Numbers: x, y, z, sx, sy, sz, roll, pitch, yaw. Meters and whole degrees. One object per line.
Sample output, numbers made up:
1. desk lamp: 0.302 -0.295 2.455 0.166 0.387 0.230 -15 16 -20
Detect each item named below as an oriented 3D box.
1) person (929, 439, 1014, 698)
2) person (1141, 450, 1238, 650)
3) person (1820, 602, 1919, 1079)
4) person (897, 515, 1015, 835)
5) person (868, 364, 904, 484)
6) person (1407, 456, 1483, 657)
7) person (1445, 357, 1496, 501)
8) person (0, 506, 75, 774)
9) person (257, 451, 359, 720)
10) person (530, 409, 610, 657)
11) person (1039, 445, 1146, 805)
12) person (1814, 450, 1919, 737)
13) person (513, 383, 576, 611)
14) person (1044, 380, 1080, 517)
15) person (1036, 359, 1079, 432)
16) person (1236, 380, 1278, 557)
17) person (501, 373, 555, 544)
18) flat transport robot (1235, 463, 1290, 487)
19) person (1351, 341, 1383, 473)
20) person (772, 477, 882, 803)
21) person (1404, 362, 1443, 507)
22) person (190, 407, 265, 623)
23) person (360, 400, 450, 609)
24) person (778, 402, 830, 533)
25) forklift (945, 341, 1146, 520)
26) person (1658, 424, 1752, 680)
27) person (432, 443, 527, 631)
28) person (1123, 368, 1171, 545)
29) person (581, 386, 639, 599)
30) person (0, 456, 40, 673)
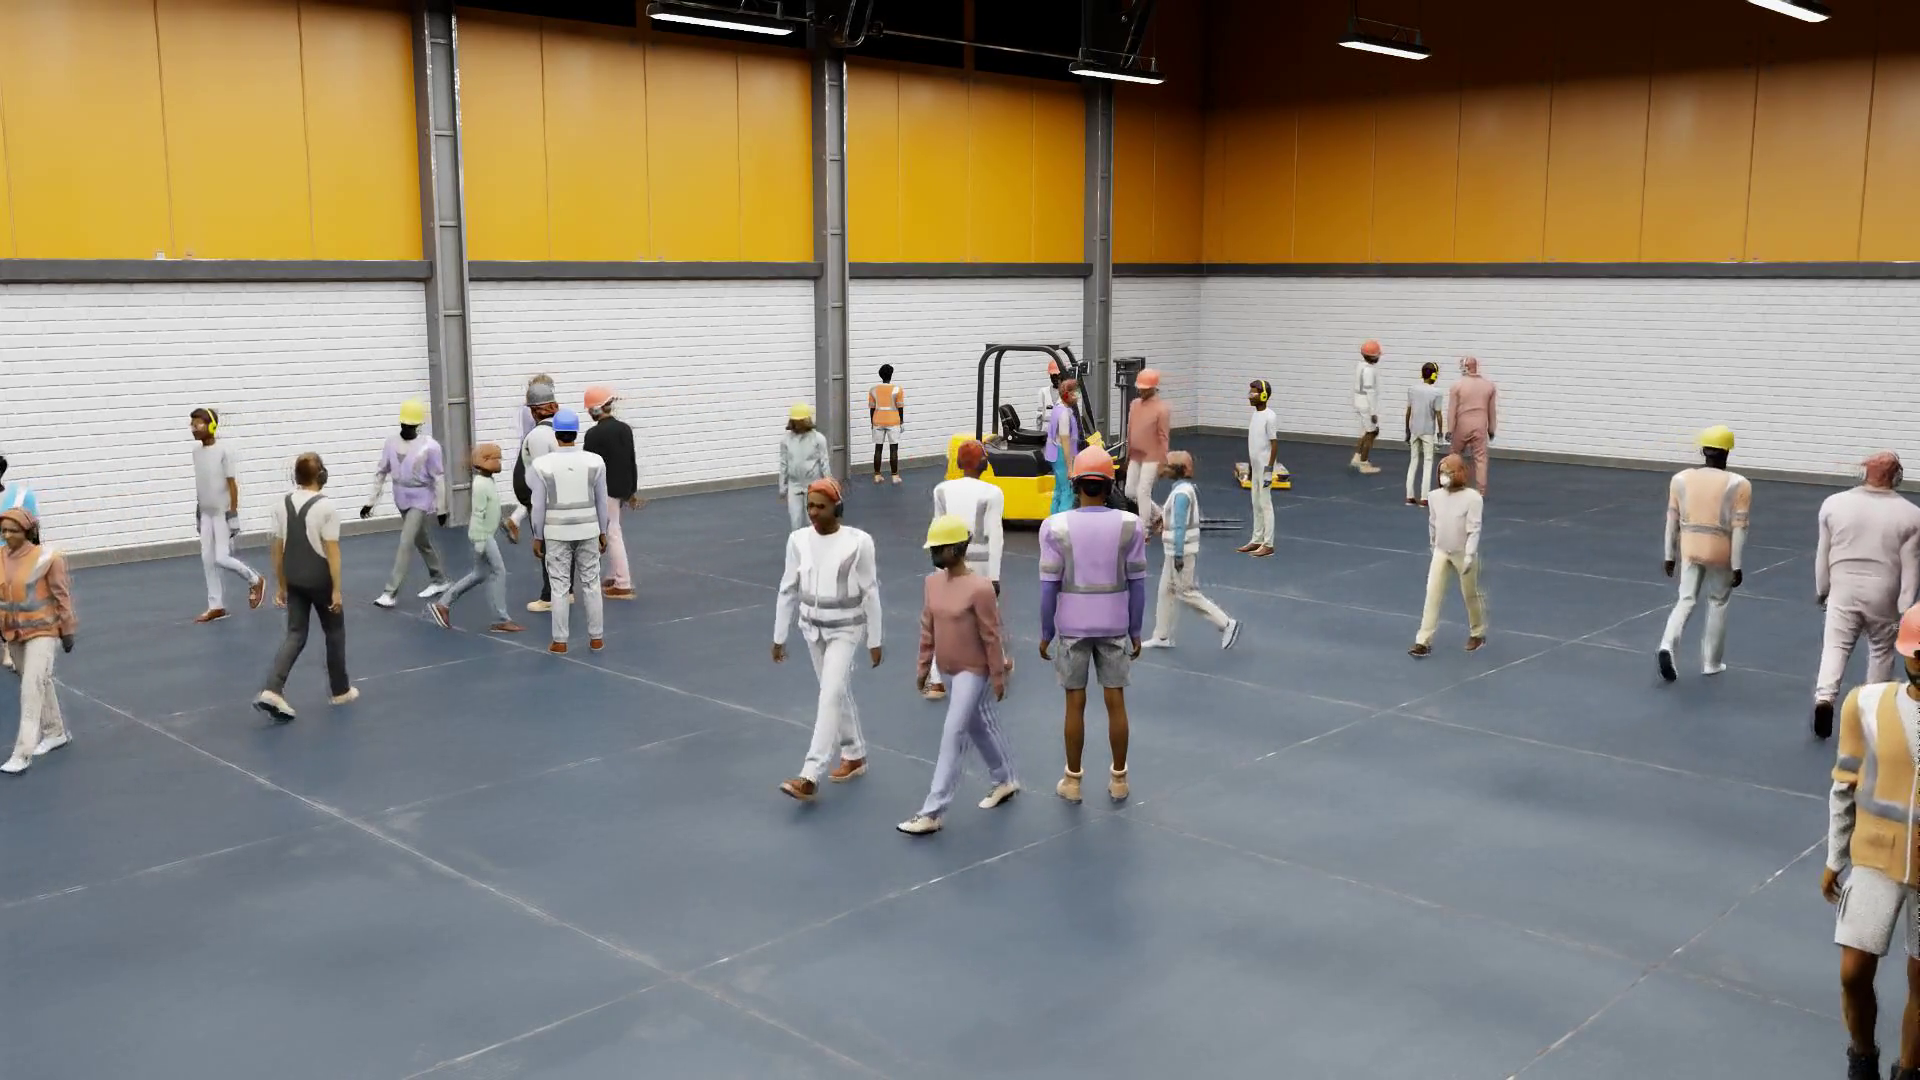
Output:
1. person: 0.067 0.190 11.936 0.597 1.826 1.025 5 10 27
2. person: 1.824 0.092 13.174 0.736 1.613 0.533 1 9 7
3. person: 3.277 1.148 5.733 0.569 1.924 0.496 7 11 36
4. person: -0.006 0.707 9.111 0.947 1.709 0.527 -8 12 -41
5. person: -1.038 -1.637 23.535 0.532 1.694 0.320 3 10 17
6. person: 3.874 0.126 13.042 0.506 1.584 0.853 9 13 44
7. person: 6.697 -1.468 21.897 0.732 1.879 0.699 -1 9 -8
8. person: -5.725 0.598 10.093 0.555 1.595 0.846 1 9 8
9. person: -4.447 0.310 11.269 0.528 1.811 0.865 2 10 13
10. person: -3.051 -0.054 13.041 0.602 1.948 0.387 -4 10 -23
11. person: 0.743 0.485 9.444 0.609 2.044 0.393 0 9 -3
12. person: 5.868 0.349 10.794 0.642 1.875 0.870 7 12 38
13. person: -3.708 -0.390 14.814 0.536 2.000 0.680 2 9 10
14. person: 1.116 -0.827 18.234 0.382 1.844 0.591 -1 9 -4
15. person: 1.190 -1.267 20.508 0.545 1.939 0.354 3 10 20
16. person: 3.172 -0.757 17.589 0.335 1.873 0.520 -2 9 -13
17. person: -4.574 -0.841 17.952 0.657 1.924 0.647 -6 11 -33
18. flat transport robot: 4.267 -0.927 23.517 0.652 0.197 1.431 1 9 5
19. person: 6.036 -1.948 24.557 0.385 1.996 0.715 2 9 11
20. person: -0.818 0.566 9.551 0.610 1.835 0.961 6 11 31
21. person: 5.931 -1.347 21.267 0.540 1.853 0.348 9 13 43
22. person: -6.380 -0.231 14.389 0.529 1.859 0.569 4 10 25
23. person: -4.990 -0.338 15.031 0.691 1.862 0.999 5 10 28
24. person: -1.552 -0.532 16.657 0.535 1.720 0.479 2 9 10
25. forklift: 0.977 -1.223 19.452 2.313 2.155 1.214 2 9 11
26. person: 5.466 0.101 12.244 0.817 1.904 0.591 -9 13 -44
27. person: -4.056 -0.016 13.905 0.741 1.609 0.500 -1 9 -7
28. person: 2.072 -0.898 18.149 0.596 1.968 0.645 -6 11 -32
29. person: -3.286 -0.435 15.339 0.659 1.955 0.616 3 10 20
30. person: -7.197 0.178 12.439 0.556 1.666 0.750 -3 10 -19
